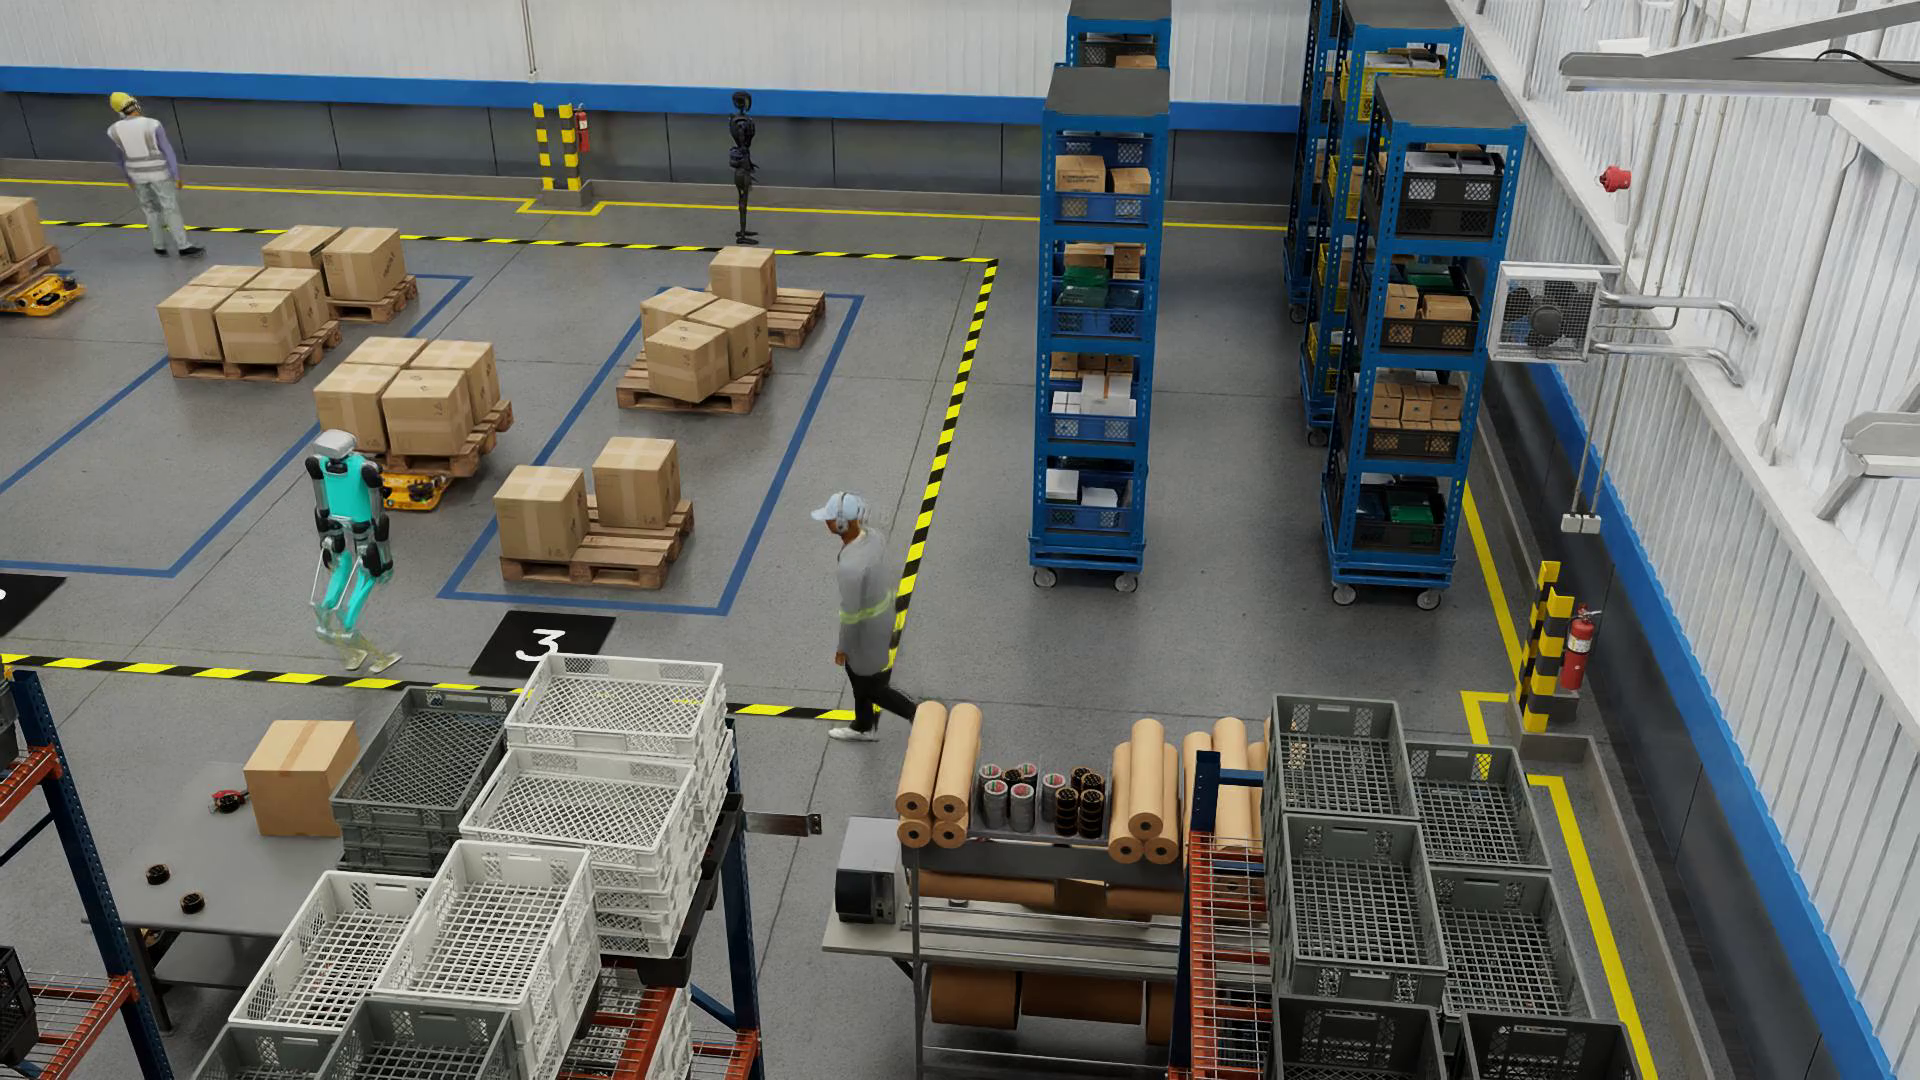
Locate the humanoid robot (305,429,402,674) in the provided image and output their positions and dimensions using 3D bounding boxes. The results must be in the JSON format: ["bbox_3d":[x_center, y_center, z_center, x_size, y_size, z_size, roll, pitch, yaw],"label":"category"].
[{"bbox_3d":[-4.035,0.160,10.805,0.533,1.677,0.735,9,31,15],"label":"humanoid robot"}]

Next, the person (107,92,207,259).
[{"bbox_3d":[-8.653,-3.918,17.899,0.746,1.780,0.427,-1,30,-1],"label":"person"}]

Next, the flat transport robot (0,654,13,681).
[{"bbox_3d":[-7.142,0.969,11.010,1.431,0.231,0.659,3,30,6],"label":"flat transport robot"}]

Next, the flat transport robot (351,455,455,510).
[{"bbox_3d":[-4.454,-0.685,13.822,0.652,0.197,1.431,3,30,6],"label":"flat transport robot"}]

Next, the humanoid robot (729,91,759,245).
[{"bbox_3d":[-2.378,-4.123,18.342,0.315,1.655,0.599,-2,30,-4],"label":"humanoid robot"}]

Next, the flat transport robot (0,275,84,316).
[{"bbox_3d":[-9.838,-2.538,17.006,1.431,0.197,0.652,3,30,6],"label":"flat transport robot"}]

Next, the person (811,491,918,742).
[{"bbox_3d":[-0.513,0.533,10.223,0.755,1.817,0.603,3,30,5],"label":"person"}]
